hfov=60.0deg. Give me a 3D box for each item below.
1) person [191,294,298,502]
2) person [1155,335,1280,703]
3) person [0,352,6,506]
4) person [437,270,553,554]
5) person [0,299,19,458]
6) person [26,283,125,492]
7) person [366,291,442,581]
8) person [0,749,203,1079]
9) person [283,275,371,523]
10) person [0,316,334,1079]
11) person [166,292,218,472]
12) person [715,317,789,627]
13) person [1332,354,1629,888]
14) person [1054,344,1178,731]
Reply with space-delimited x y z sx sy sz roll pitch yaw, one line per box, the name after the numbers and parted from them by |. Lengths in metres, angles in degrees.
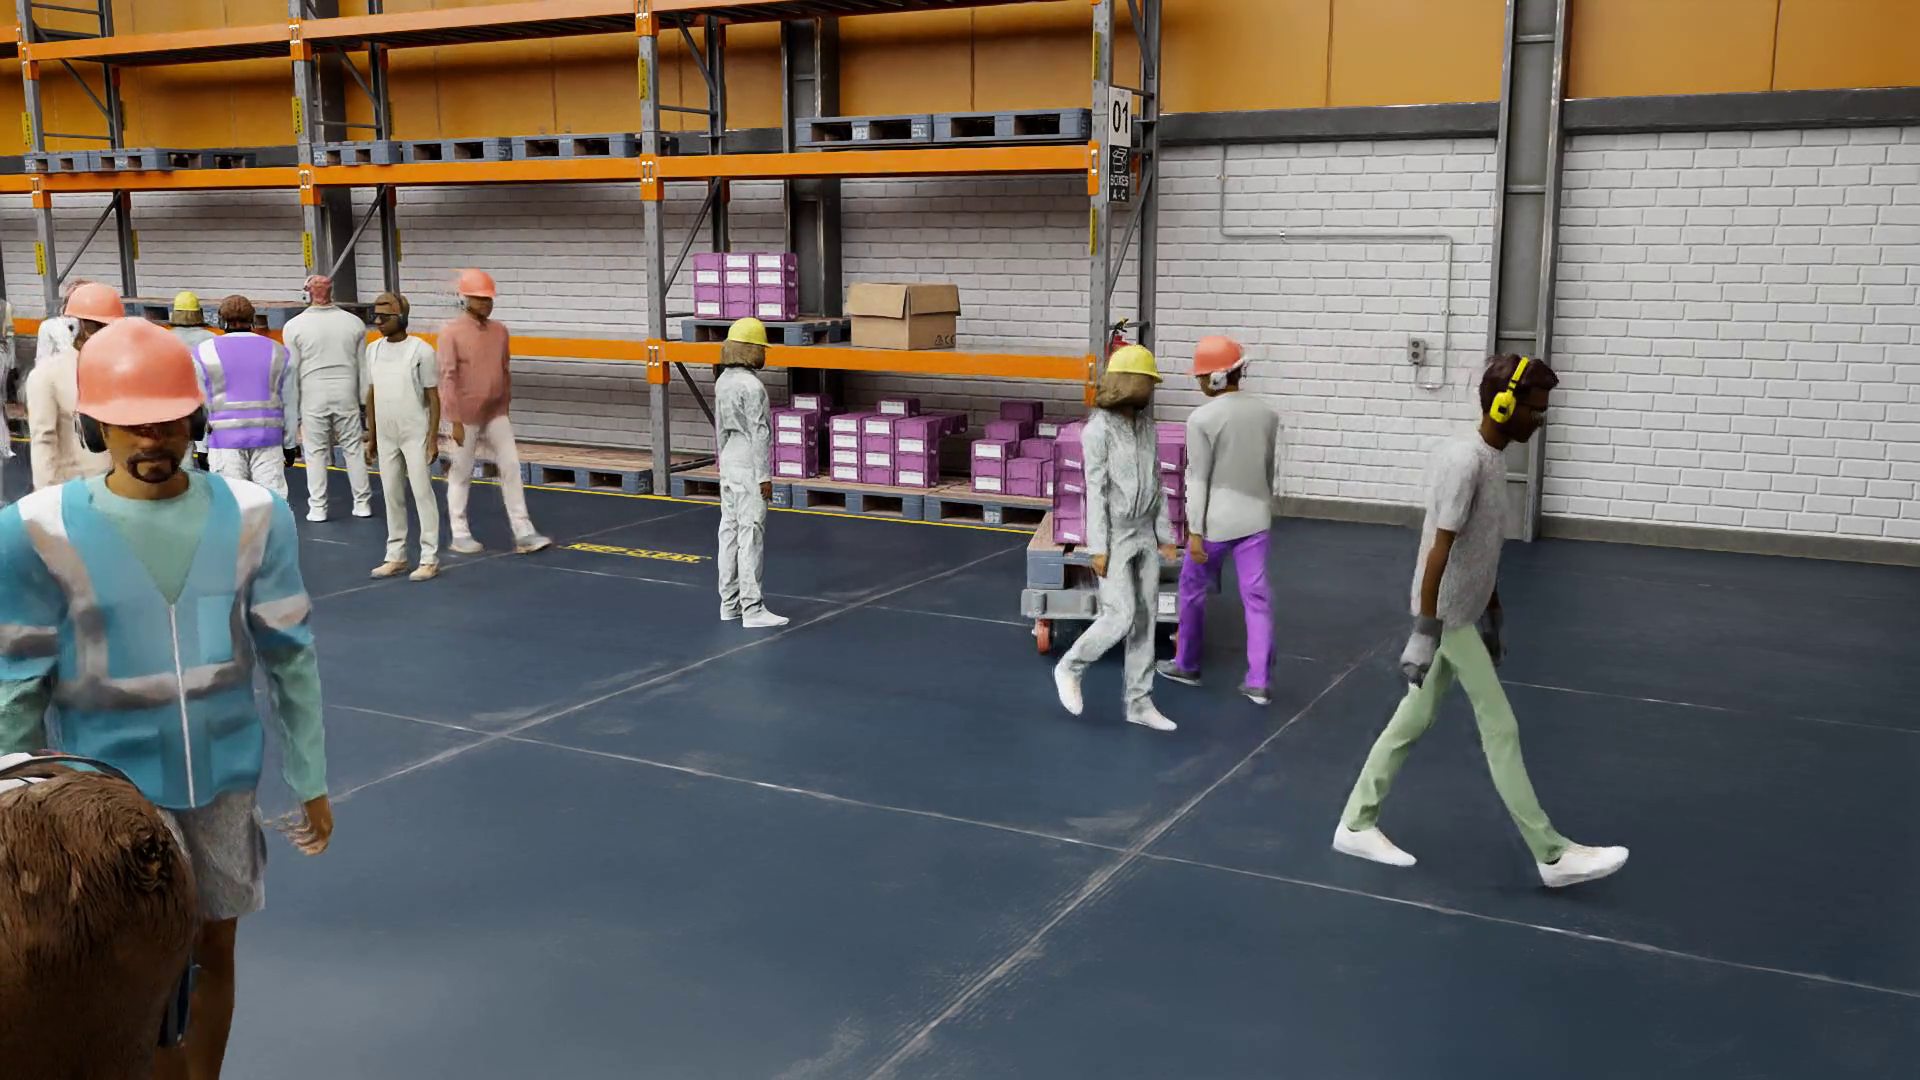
-4.446 -0.602 10.361 0.619 1.836 0.431 -7 13 -34 | person
1.257 -0.115 7.964 0.640 1.718 0.751 -5 12 -26 | person
-5.716 -0.506 9.503 0.426 1.942 0.597 5 12 26 | person
-3.215 -0.849 11.357 0.938 1.951 0.649 7 13 36 | person
-9.612 -1.753 16.394 0.587 1.928 0.382 -8 13 -39 | person
-4.039 -0.219 7.879 0.756 1.959 0.666 5 12 27 | person
-3.550 -0.654 10.594 0.517 1.843 0.325 3 11 17 | person
-0.613 1.050 1.253 0.345 1.846 0.506 4 11 21 | person
-4.881 -1.083 12.822 0.653 1.899 0.400 -8 13 -37 | person
-1.672 0.538 3.587 0.620 2.012 0.656 -9 14 -41 | person
-6.250 -1.147 13.575 0.487 1.744 0.296 -5 11 -25 | person
-1.194 -0.380 9.388 0.304 1.739 0.485 -7 13 -35 | person
1.745 0.285 5.588 1.010 1.796 0.592 5 11 24 | person
0.728 -0.005 7.387 0.497 1.722 0.507 9 14 42 | person
